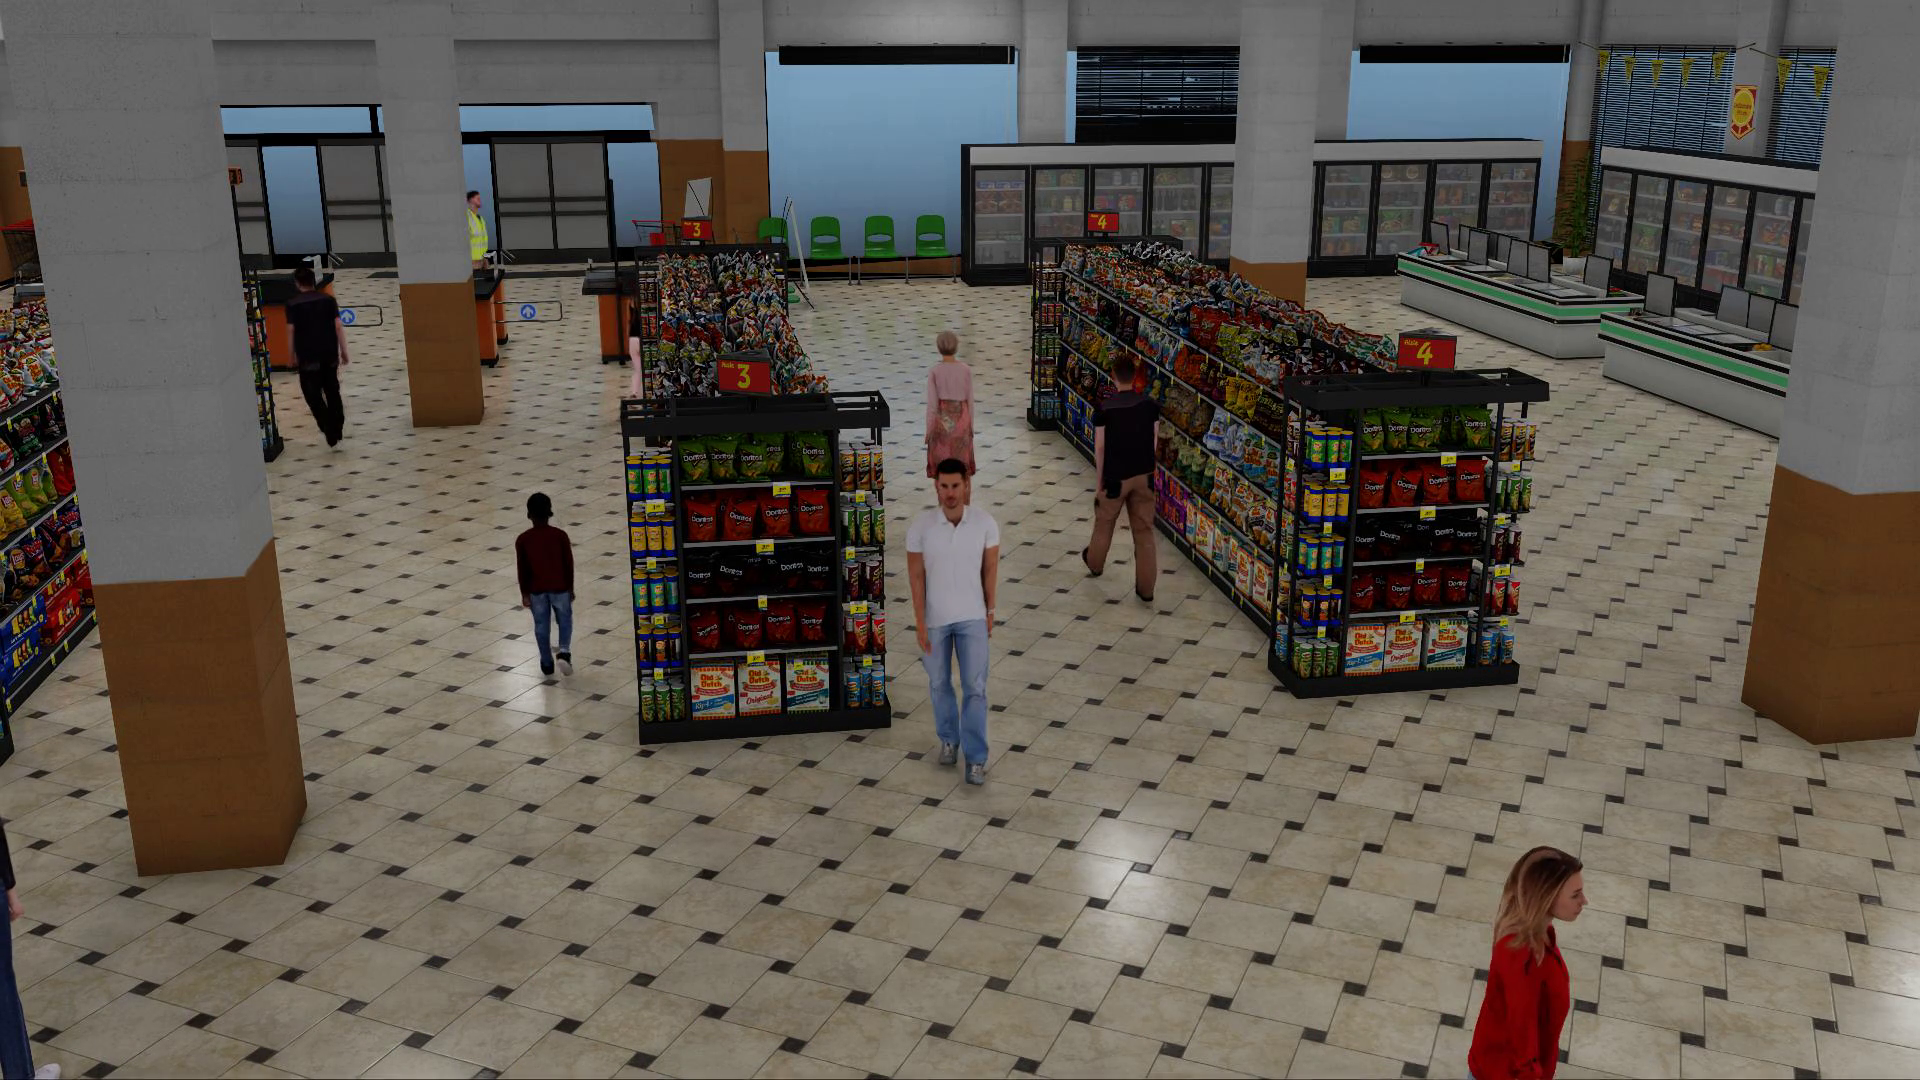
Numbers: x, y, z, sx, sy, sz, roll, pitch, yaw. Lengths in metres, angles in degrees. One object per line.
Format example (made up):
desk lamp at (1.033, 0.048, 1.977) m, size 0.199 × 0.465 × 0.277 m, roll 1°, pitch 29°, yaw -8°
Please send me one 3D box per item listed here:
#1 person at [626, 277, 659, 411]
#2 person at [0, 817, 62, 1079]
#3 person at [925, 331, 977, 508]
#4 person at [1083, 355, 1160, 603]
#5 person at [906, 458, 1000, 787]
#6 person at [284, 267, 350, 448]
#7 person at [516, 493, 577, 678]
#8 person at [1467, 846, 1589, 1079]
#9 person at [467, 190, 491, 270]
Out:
person at (-3.544, -2.139, 18.376) m, size 0.675 × 1.550 × 0.750 m, roll 4°, pitch 17°, yaw 14°
person at (-3.831, 1.388, 6.347) m, size 0.568 × 1.790 × 0.540 m, roll -4°, pitch 17°, yaw -12°
person at (-0.078, -0.948, 14.212) m, size 0.622 × 1.691 × 0.611 m, roll -6°, pitch 18°, yaw -18°
person at (1.271, -0.418, 12.305) m, size 0.688 × 1.785 × 1.156 m, roll -3°, pitch 17°, yaw -10°
person at (-0.040, 0.411, 9.480) m, size 0.804 × 1.840 × 0.954 m, roll 2°, pitch 17°, yaw 5°
person at (-6.524, -1.836, 16.910) m, size 1.055 × 1.823 × 1.192 m, roll -13°, pitch 21°, yaw -37°
person at (-2.670, 0.316, 10.808) m, size 0.531 × 1.249 × 0.629 m, roll -4°, pitch 17°, yaw -14°
person at (1.726, 1.746, 5.316) m, size 0.844 × 1.705 × 0.775 m, roll 7°, pitch 18°, yaw 21°
person at (-7.408, -4.361, 25.222) m, size 0.982 × 1.825 × 1.066 m, roll 3°, pitch 17°, yaw 10°
